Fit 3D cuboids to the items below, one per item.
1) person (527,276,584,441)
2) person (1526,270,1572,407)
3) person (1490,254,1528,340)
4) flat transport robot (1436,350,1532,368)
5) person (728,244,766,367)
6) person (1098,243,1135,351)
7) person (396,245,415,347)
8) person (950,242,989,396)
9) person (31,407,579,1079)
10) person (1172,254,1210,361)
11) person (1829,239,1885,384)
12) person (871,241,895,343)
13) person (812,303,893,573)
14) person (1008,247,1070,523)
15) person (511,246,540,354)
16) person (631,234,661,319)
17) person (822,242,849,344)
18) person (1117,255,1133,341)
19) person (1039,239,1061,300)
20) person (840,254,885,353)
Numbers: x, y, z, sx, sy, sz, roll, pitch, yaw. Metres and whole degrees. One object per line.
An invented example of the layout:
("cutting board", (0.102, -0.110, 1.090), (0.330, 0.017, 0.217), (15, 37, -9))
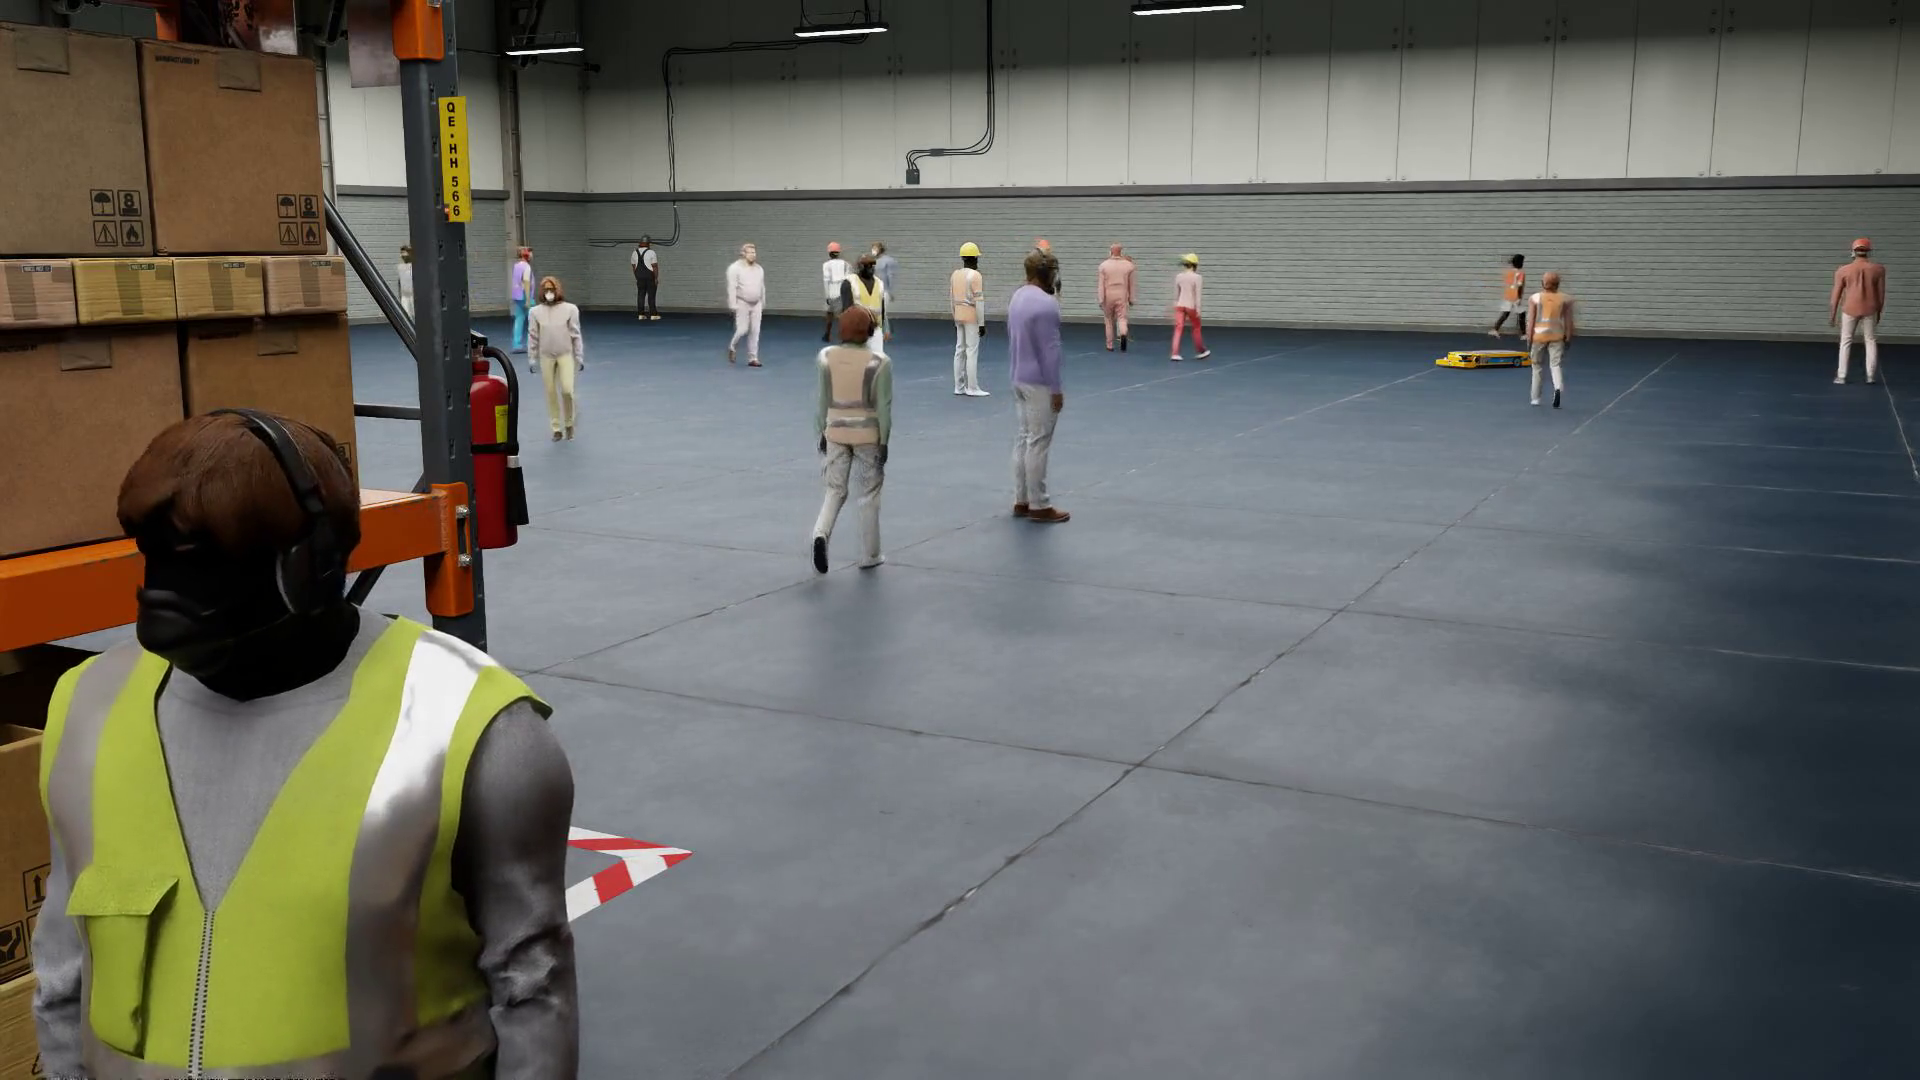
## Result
("person", (-3.969, -1.766, 16.305), (0.538, 1.617, 0.403), (0, 10, -1))
("person", (6.932, -2.357, 19.566), (0.525, 1.617, 0.705), (2, 10, 8))
("person", (10.646, -4.668, 32.057), (0.857, 1.665, 0.539), (-3, 11, -14))
("flat transport robot", (8.129, -2.801, 25.647), (1.431, 0.197, 0.652), (-5, 11, -23))
("person", (-3.296, -3.627, 25.723), (0.674, 1.890, 0.525), (-9, 14, -40))
("person", (2.728, -4.217, 28.980), (0.649, 1.886, 0.715), (-1, 10, -5))
("person", (-10.029, -4.465, 30.441), (0.523, 1.848, 0.741), (3, 11, 14))
("person", (0.115, -2.775, 20.976), (0.364, 1.930, 0.588), (-8, 13, -38))
("person", (-0.762, 0.762, 1.941), (0.629, 1.840, 0.429), (1, 10, 5))
("person", (3.716, -3.758, 26.899), (0.545, 1.711, 0.898), (9, 14, 40))
("person", (12.229, -3.096, 22.626), (0.710, 1.967, 0.553), (4, 11, 23))
("person", (-1.523, -4.579, 30.839), (0.649, 1.920, 0.440), (6, 12, 31))
("person", (-0.653, -0.596, 9.930), (0.517, 1.620, 0.665), (3, 11, 18))
("person", (0.540, -1.091, 11.776), (0.364, 1.939, 0.634), (-4, 11, -20))
("person", (-7.343, -4.110, 28.525), (0.803, 1.816, 0.580), (-7, 13, -35))
("person", (-7.536, -6.337, 40.102), (0.682, 2.000, 0.537), (4, 11, 22))
("person", (-2.315, -4.625, 31.201), (0.543, 1.895, 1.010), (-4, 11, -23))
("person", (3.179, -4.659, 32.060), (0.284, 1.634, 0.498), (-1, 10, -5))
("person", (1.601, -4.841, 32.188), (0.605, 1.955, 0.948), (-6, 12, -29))
("person", (-1.196, -2.607, 20.419), (0.627, 1.807, 0.935), (-6, 12, -30))
